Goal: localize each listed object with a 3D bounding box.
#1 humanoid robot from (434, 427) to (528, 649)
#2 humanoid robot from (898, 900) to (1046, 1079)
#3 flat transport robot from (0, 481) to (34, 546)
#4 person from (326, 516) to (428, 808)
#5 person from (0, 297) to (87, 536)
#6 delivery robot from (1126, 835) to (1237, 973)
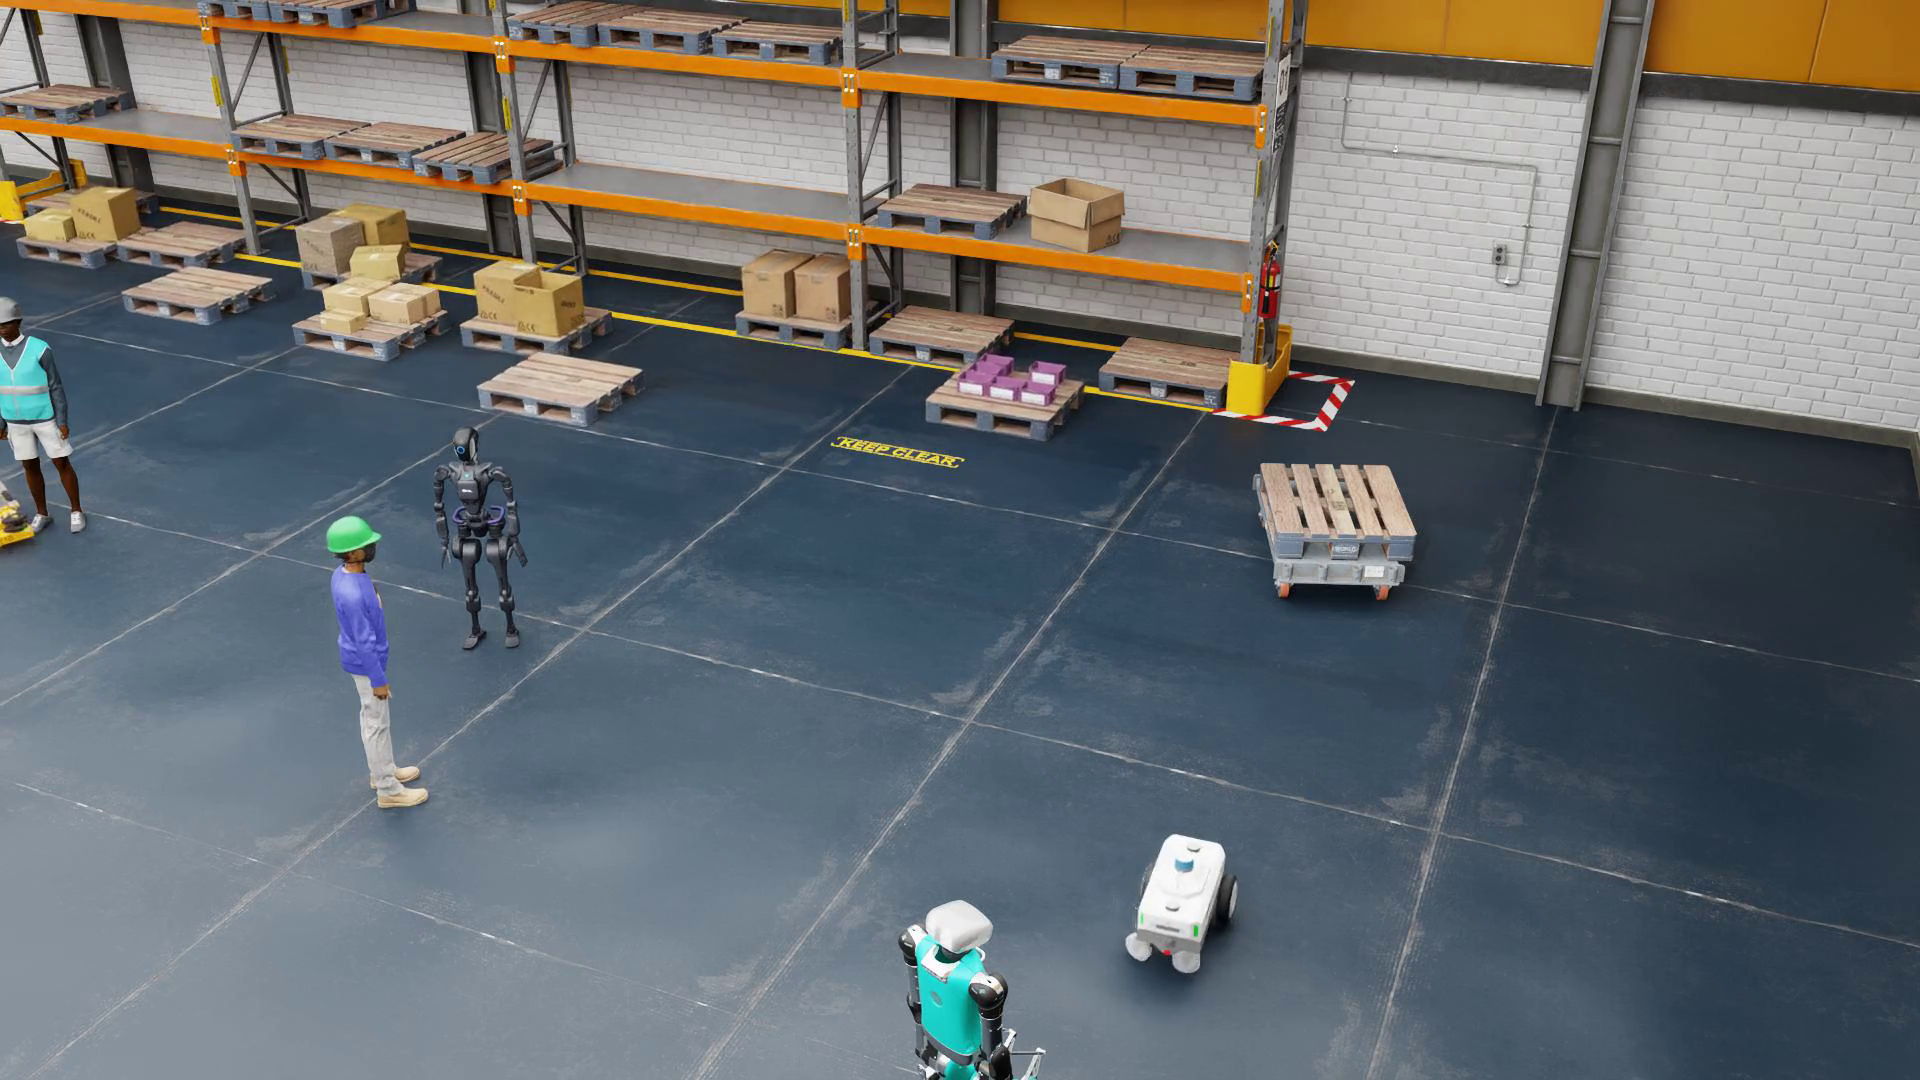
[{"bbox_3d":[-3.277,-0.010,11.400,0.599,1.657,0.315,0,27,-1],"label":"humanoid robot"},{"bbox_3d":[0.137,2.134,7.047,0.533,1.677,0.735,24,36,38],"label":"humanoid robot"},{"bbox_3d":[-8.027,-0.245,13.407,0.659,0.231,1.431,-22,34,-35],"label":"flat transport robot"},{"bbox_3d":[-3.461,0.716,9.794,0.339,1.875,0.459,-11,29,-21],"label":"person"},{"bbox_3d":[-7.244,-0.973,12.992,0.552,1.943,0.418,-4,28,-7],"label":"person"},{"bbox_3d":[1.182,1.915,8.922,0.523,0.609,0.780,9,29,17],"label":"delivery robot"}]
